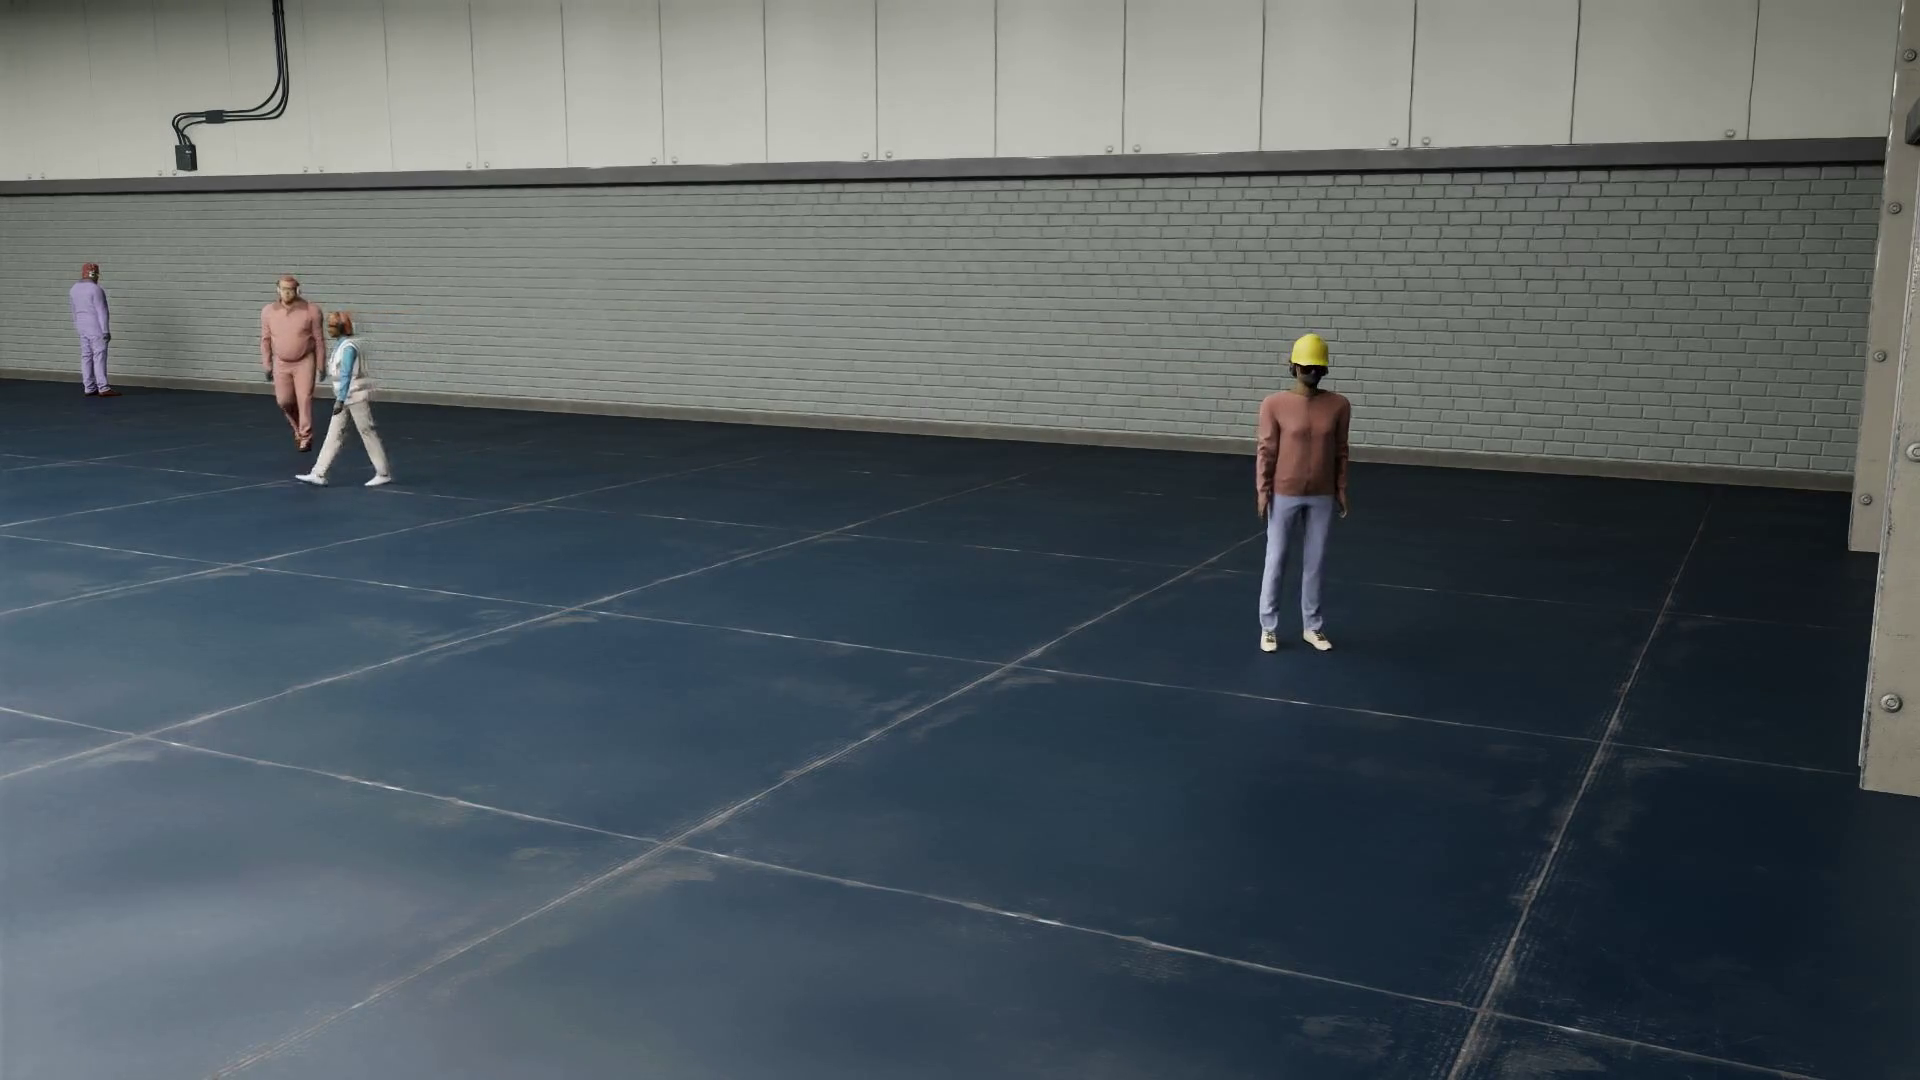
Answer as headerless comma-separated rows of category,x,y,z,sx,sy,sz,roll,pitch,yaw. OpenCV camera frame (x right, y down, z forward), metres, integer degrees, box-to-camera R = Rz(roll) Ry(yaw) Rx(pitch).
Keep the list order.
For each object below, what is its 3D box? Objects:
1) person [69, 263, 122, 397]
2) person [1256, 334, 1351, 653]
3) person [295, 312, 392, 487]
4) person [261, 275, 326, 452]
person,-12.371,-2.999,23.787,0.636,1.902,0.405,5,12,28
person,1.892,-0.248,9.155,0.533,1.765,0.330,-1,10,-8
person,-5.611,-1.257,15.099,0.843,1.593,0.530,-7,13,-34
person,-7.136,-1.902,17.863,0.652,1.887,0.709,-1,10,-8
